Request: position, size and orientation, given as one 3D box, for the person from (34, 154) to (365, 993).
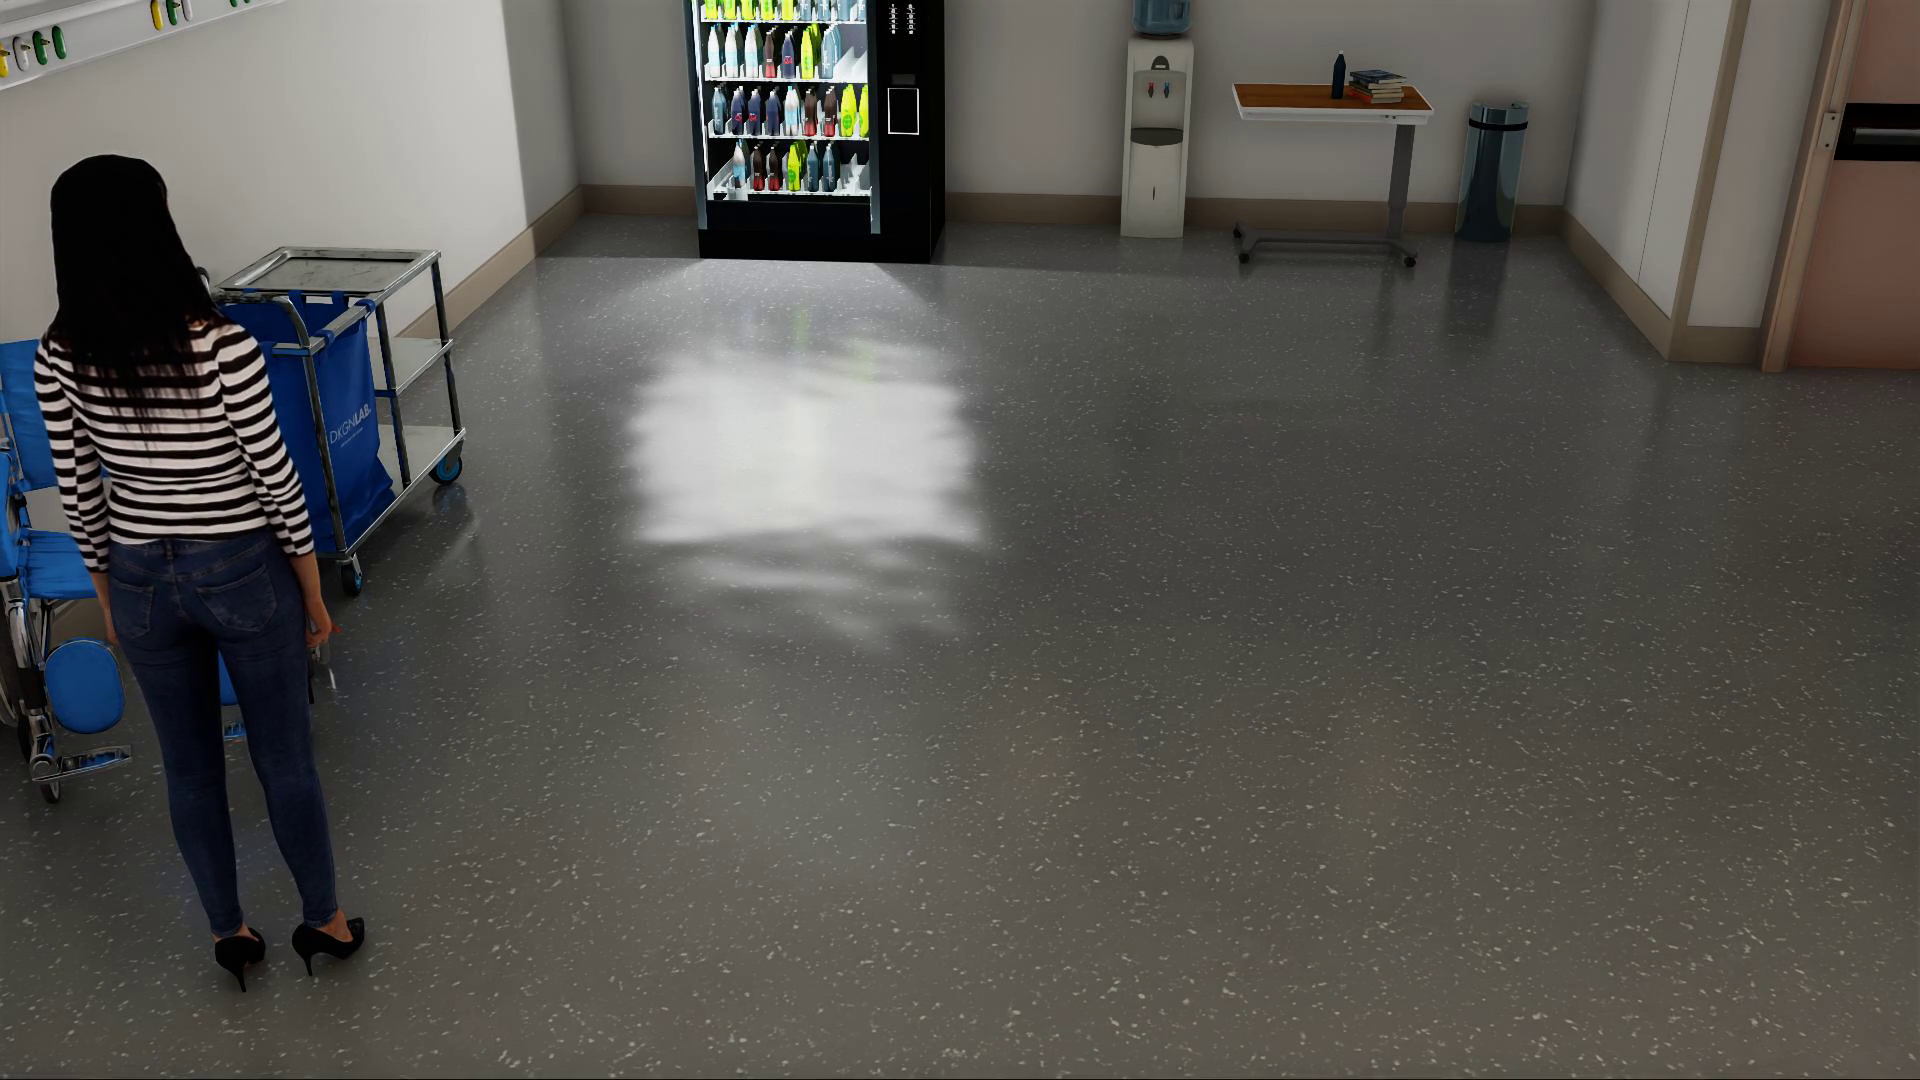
[{"bbox_3d":[-1.505,0.131,3.321,0.475,1.796,0.680,-2,26,-4],"label":"person"}]
